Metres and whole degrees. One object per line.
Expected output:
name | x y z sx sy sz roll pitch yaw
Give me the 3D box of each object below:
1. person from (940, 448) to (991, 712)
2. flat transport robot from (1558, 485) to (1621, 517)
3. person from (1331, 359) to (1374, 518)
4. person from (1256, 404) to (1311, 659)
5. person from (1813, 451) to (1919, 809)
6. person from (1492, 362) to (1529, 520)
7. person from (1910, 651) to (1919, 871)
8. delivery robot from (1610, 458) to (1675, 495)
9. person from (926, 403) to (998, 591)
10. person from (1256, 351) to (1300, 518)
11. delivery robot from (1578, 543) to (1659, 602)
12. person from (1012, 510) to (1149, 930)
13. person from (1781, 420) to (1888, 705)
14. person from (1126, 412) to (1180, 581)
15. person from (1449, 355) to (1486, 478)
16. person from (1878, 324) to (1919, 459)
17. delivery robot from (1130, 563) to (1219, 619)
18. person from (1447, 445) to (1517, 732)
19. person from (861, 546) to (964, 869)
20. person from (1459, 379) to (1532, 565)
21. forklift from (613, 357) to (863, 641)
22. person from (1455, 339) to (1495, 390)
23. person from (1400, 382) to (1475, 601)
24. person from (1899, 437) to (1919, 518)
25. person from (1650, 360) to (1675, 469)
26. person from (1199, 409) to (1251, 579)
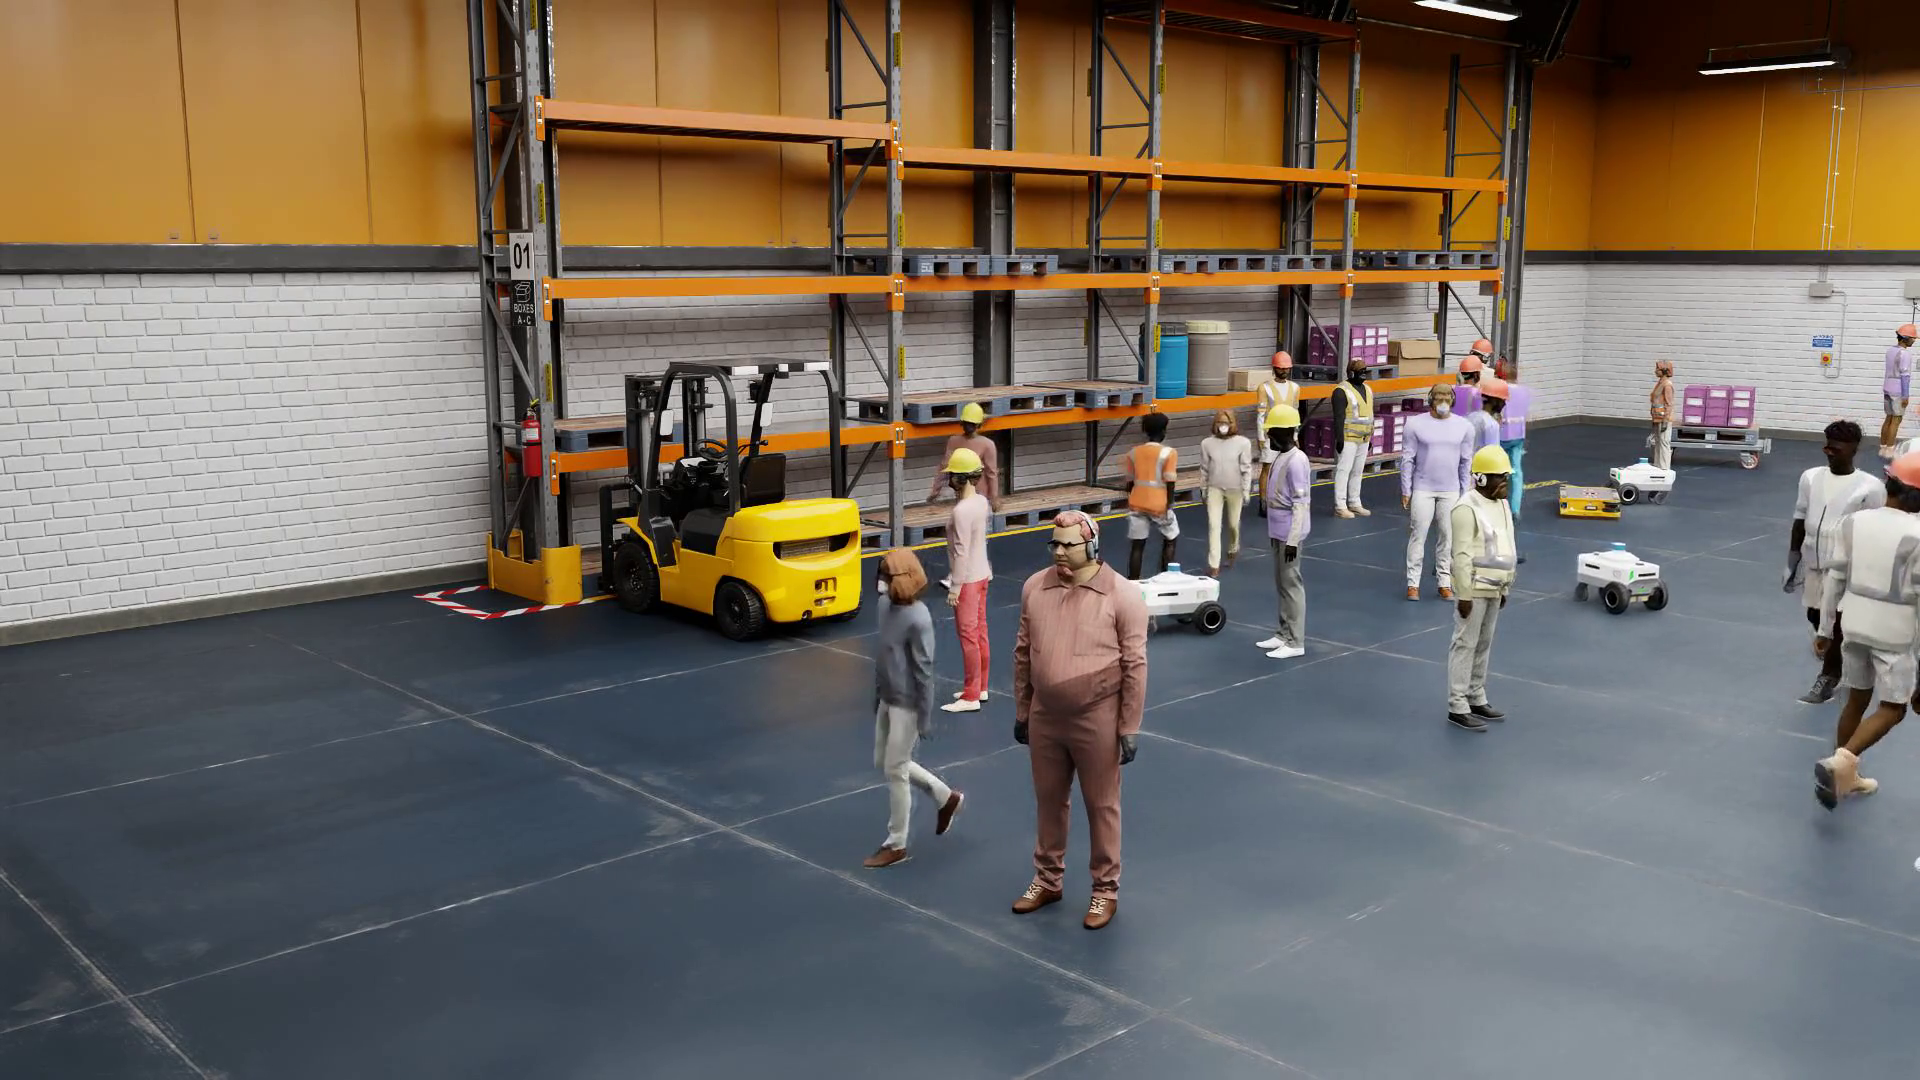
person | 0.039 0.268 11.115 0.309 1.769 0.523 3 10 16
flat transport robot | 7.489 -0.471 19.811 0.652 0.197 1.431 3 10 19
person | 4.590 -1.179 19.365 0.633 1.842 0.429 -8 13 -41
person | 2.450 -0.065 12.591 0.386 1.926 0.591 0 10 -1
person | 4.913 0.507 9.017 0.723 2.010 0.641 -4 11 -23
person | 6.307 -1.160 19.331 0.599 1.810 0.750 -3 10 -18
person | 4.962 0.728 8.087 0.758 1.878 0.642 -9 13 -41
delivery robot | 8.379 -0.763 20.415 0.707 0.478 0.477 1 10 4
person | 0.010 -0.383 15.063 0.615 1.718 0.890 9 13 42
person | 3.709 -1.224 19.348 0.543 1.938 0.357 -3 10 -19
delivery robot | 5.686 0.269 14.376 0.477 0.478 0.707 -3 10 -19
person | 0.515 0.807 7.547 0.651 1.906 0.402 6 11 31
person | 6.030 0.142 11.392 0.827 1.948 0.602 -5 11 -26
person | 1.720 -0.290 14.615 0.553 1.670 0.615 8 12 39
person | 5.658 -1.083 18.511 0.347 1.943 0.544 -5 11 -26
person | 14.056 -2.214 24.888 0.408 2.029 0.620 1 10 5
delivery robot | 1.720 0.430 13.430 0.707 0.478 0.477 -3 10 -17
person | 3.375 0.299 10.734 0.404 1.834 0.591 9 13 42
person | -0.242 0.816 8.313 0.543 1.617 0.504 -5 11 -26
person | 5.013 -0.577 15.725 0.997 1.877 0.565 -1 10 -4
forklift | -1.847 -0.414 13.852 1.214 2.155 2.313 -9 13 -42
person | 6.537 -1.541 21.032 0.393 1.995 0.612 -8 12 -39
person | 4.196 -0.424 14.658 0.632 1.940 0.372 1 10 5
person | 7.947 -0.233 13.734 0.996 1.886 0.544 -5 11 -28
person | 9.445 -1.595 22.384 0.314 1.642 0.514 2 10 10
person | 2.544 -0.472 15.947 0.500 1.602 0.769 2 10 13
